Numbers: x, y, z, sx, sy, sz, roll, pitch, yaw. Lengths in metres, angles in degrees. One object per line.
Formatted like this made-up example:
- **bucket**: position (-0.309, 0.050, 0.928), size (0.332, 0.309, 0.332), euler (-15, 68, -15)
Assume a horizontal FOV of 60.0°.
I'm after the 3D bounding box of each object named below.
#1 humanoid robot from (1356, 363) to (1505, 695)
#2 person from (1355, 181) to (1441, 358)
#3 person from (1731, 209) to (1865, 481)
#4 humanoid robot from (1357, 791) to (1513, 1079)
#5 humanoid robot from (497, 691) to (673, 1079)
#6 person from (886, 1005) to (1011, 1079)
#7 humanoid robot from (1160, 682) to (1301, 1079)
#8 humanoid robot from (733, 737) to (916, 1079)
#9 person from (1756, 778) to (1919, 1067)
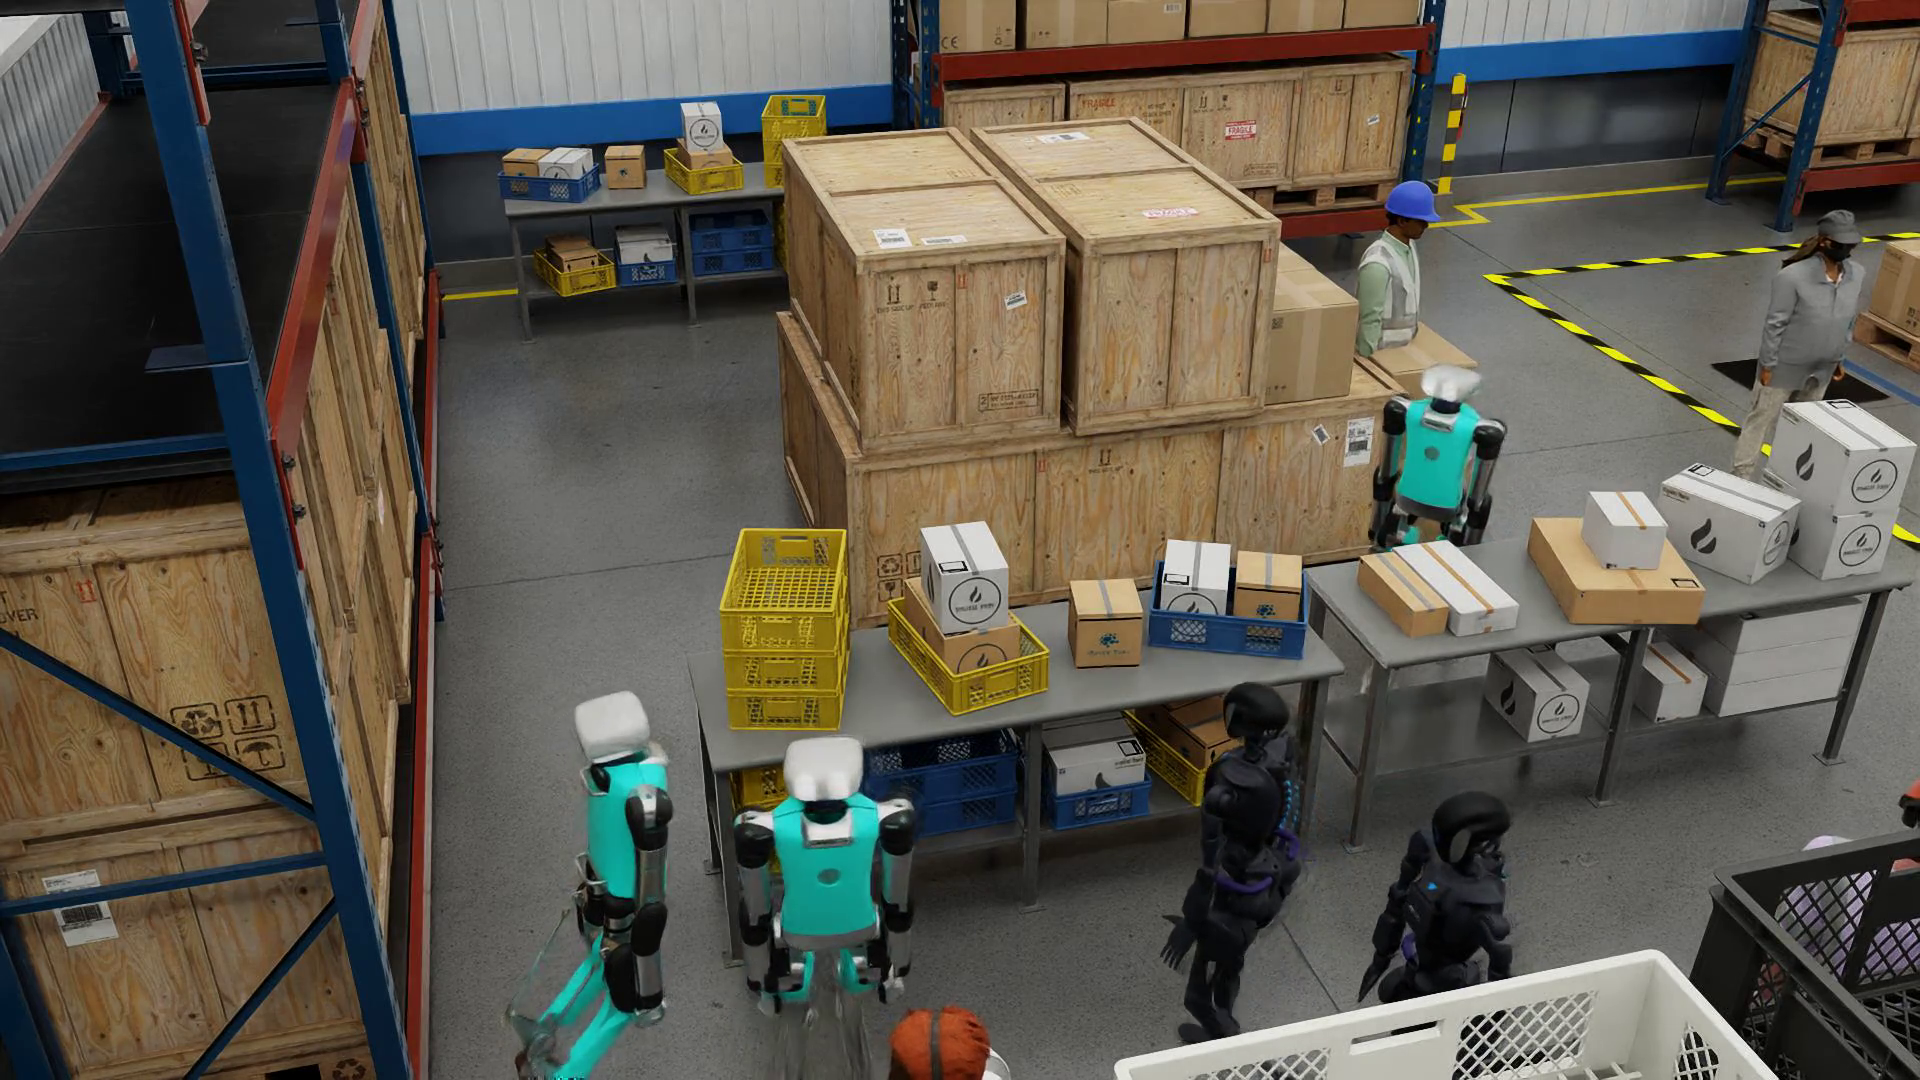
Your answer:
- **humanoid robot**: position (2.249, -0.058, 7.795), size (0.550, 1.819, 0.839), euler (16, 33, 27)
- **person**: position (2.373, -1.064, 9.322), size (0.411, 1.939, 0.606), euler (17, 33, 28)
- **person**: position (4.740, -0.995, 9.397), size (0.563, 1.790, 0.410), euler (-7, 30, -12)
- **humanoid robot**: position (1.421, 1.427, 5.060), size (0.338, 1.646, 0.610), euler (-9, 30, -16)
- **humanoid robot**: position (-1.190, 1.300, 5.162), size (0.701, 1.729, 0.544), euler (-14, 32, -24)
- **person**: position (-0.026, 1.856, 4.073), size (0.356, 1.885, 0.571), euler (2, 29, 4)
- **humanoid robot**: position (0.990, 1.178, 5.523), size (0.540, 1.639, 0.595), euler (21, 35, 33)
- **humanoid robot**: position (-0.429, 1.265, 5.306), size (0.530, 1.789, 0.754), euler (-4, 29, -7)
- **person**: position (2.565, 1.430, 4.704), size (0.610, 2.030, 0.401), euler (22, 36, 34)
